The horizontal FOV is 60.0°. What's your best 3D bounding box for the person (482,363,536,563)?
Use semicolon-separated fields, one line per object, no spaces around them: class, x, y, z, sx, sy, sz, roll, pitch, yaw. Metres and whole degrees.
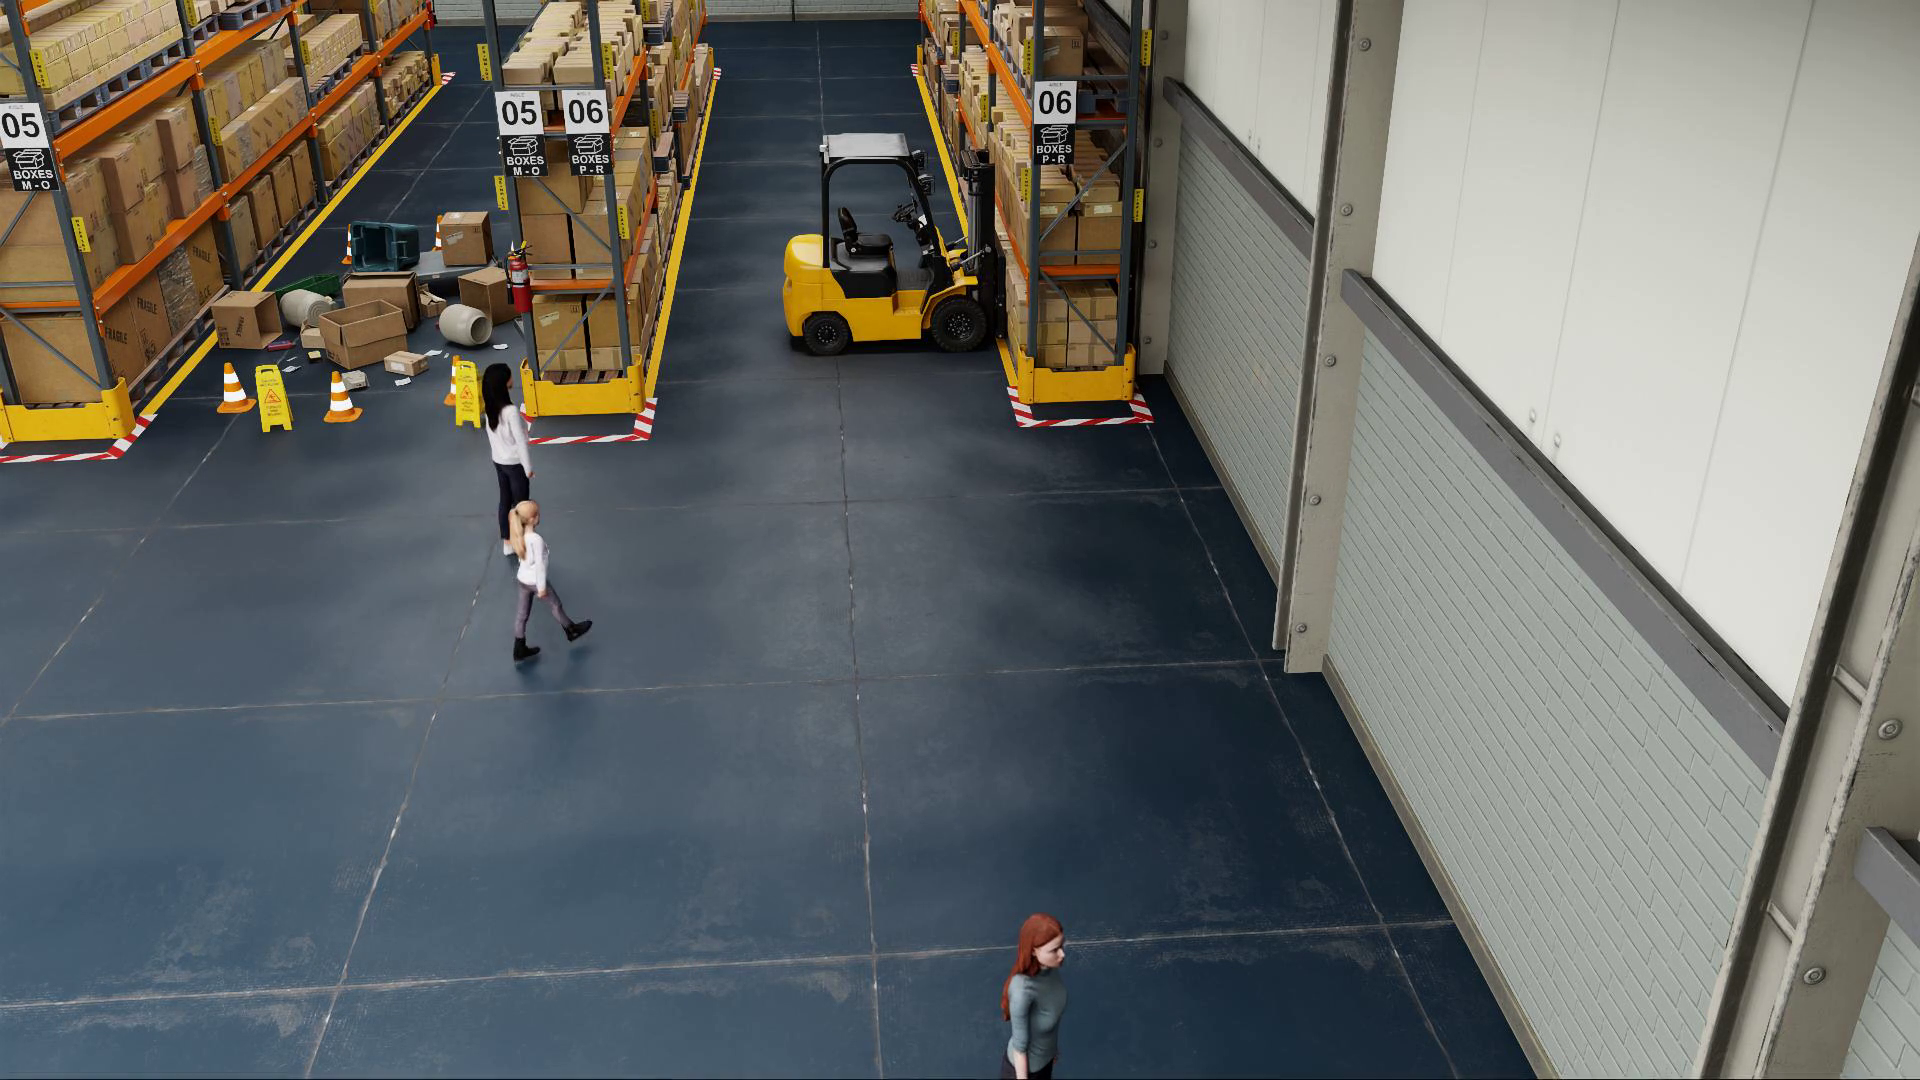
person;-3.680;-0.643;13.579;0.691;1.701;0.761;23;35;37

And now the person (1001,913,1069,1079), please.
person;0.327;2.407;7.611;0.727;1.742;0.612;11;29;21

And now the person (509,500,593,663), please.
person;-3.182;0.325;12.198;0.868;1.245;0.912;23;35;37
